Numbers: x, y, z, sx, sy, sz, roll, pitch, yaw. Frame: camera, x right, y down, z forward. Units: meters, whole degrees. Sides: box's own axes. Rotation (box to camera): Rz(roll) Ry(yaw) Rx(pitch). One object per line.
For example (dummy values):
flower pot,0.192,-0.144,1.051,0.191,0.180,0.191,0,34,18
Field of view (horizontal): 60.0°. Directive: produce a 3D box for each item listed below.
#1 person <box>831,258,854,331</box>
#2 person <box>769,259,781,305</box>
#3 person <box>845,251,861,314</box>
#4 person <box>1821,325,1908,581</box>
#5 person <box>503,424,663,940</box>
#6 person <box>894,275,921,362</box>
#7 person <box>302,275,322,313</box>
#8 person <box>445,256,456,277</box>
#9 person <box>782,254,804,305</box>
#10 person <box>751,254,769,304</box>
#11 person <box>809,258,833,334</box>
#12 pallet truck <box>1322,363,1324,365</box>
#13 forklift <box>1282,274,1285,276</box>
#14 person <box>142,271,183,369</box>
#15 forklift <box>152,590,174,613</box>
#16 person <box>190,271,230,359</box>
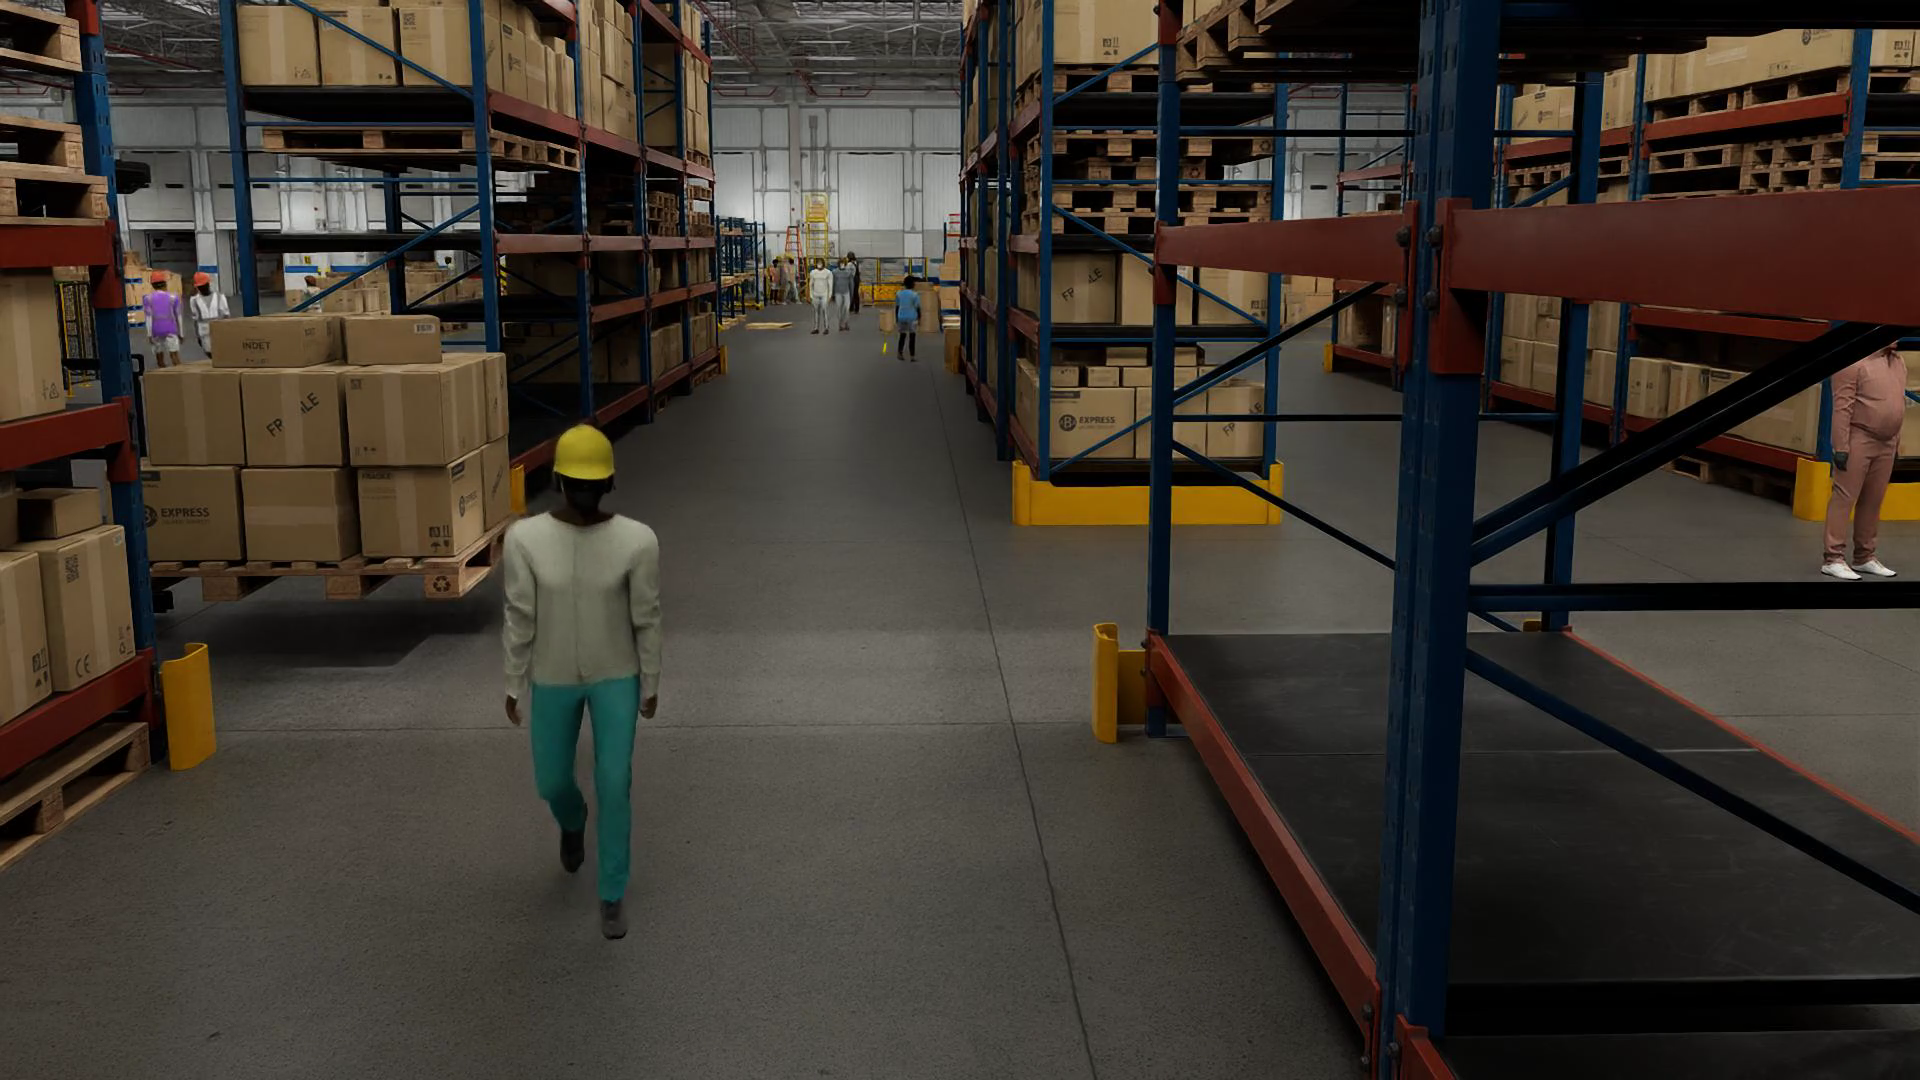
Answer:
person,-3.089,-6.430,43.655,0.650,1.902,0.918,-1,10,-7
person,-6.848,-9.534,61.536,0.322,1.693,0.534,7,12,34
person,-3.542,-8.352,53.990,0.535,2.000,0.684,6,12,31
person,6.340,-0.668,11.591,0.642,1.900,0.400,-4,11,-23
person,-1.288,0.452,5.747,0.538,1.746,0.576,-2,10,-9
person,-1.014,-4.325,32.541,0.541,1.689,0.357,5,11,24
person,-13.684,-4.777,35.181,0.309,1.645,0.514,4,11,24
person,-18.011,-9.099,58.712,0.430,1.841,0.624,-2,10,-9
person,-6.240,-9.590,61.346,0.952,1.878,0.586,9,14,42
person,-7.372,-9.630,61.552,1.047,1.870,0.634,10,14,44
person,-3.539,-6.199,42.279,0.630,1.940,0.372,3,11,15
pallet truck,7.712,-4.157,30.737,1.885,1.965,0.823,3,11,16
forklift,12.135,-10.836,65.485,1.129,2.768,1.873,0,10,-2
person,-12.585,-3.306,26.300,0.547,1.899,0.909,-5,11,-27
forklift,-5.858,-0.811,9.639,1.873,2.768,1.129,-1,10,-3
person,-11.696,-3.253,26.024,0.566,1.894,0.888,-4,11,-21
